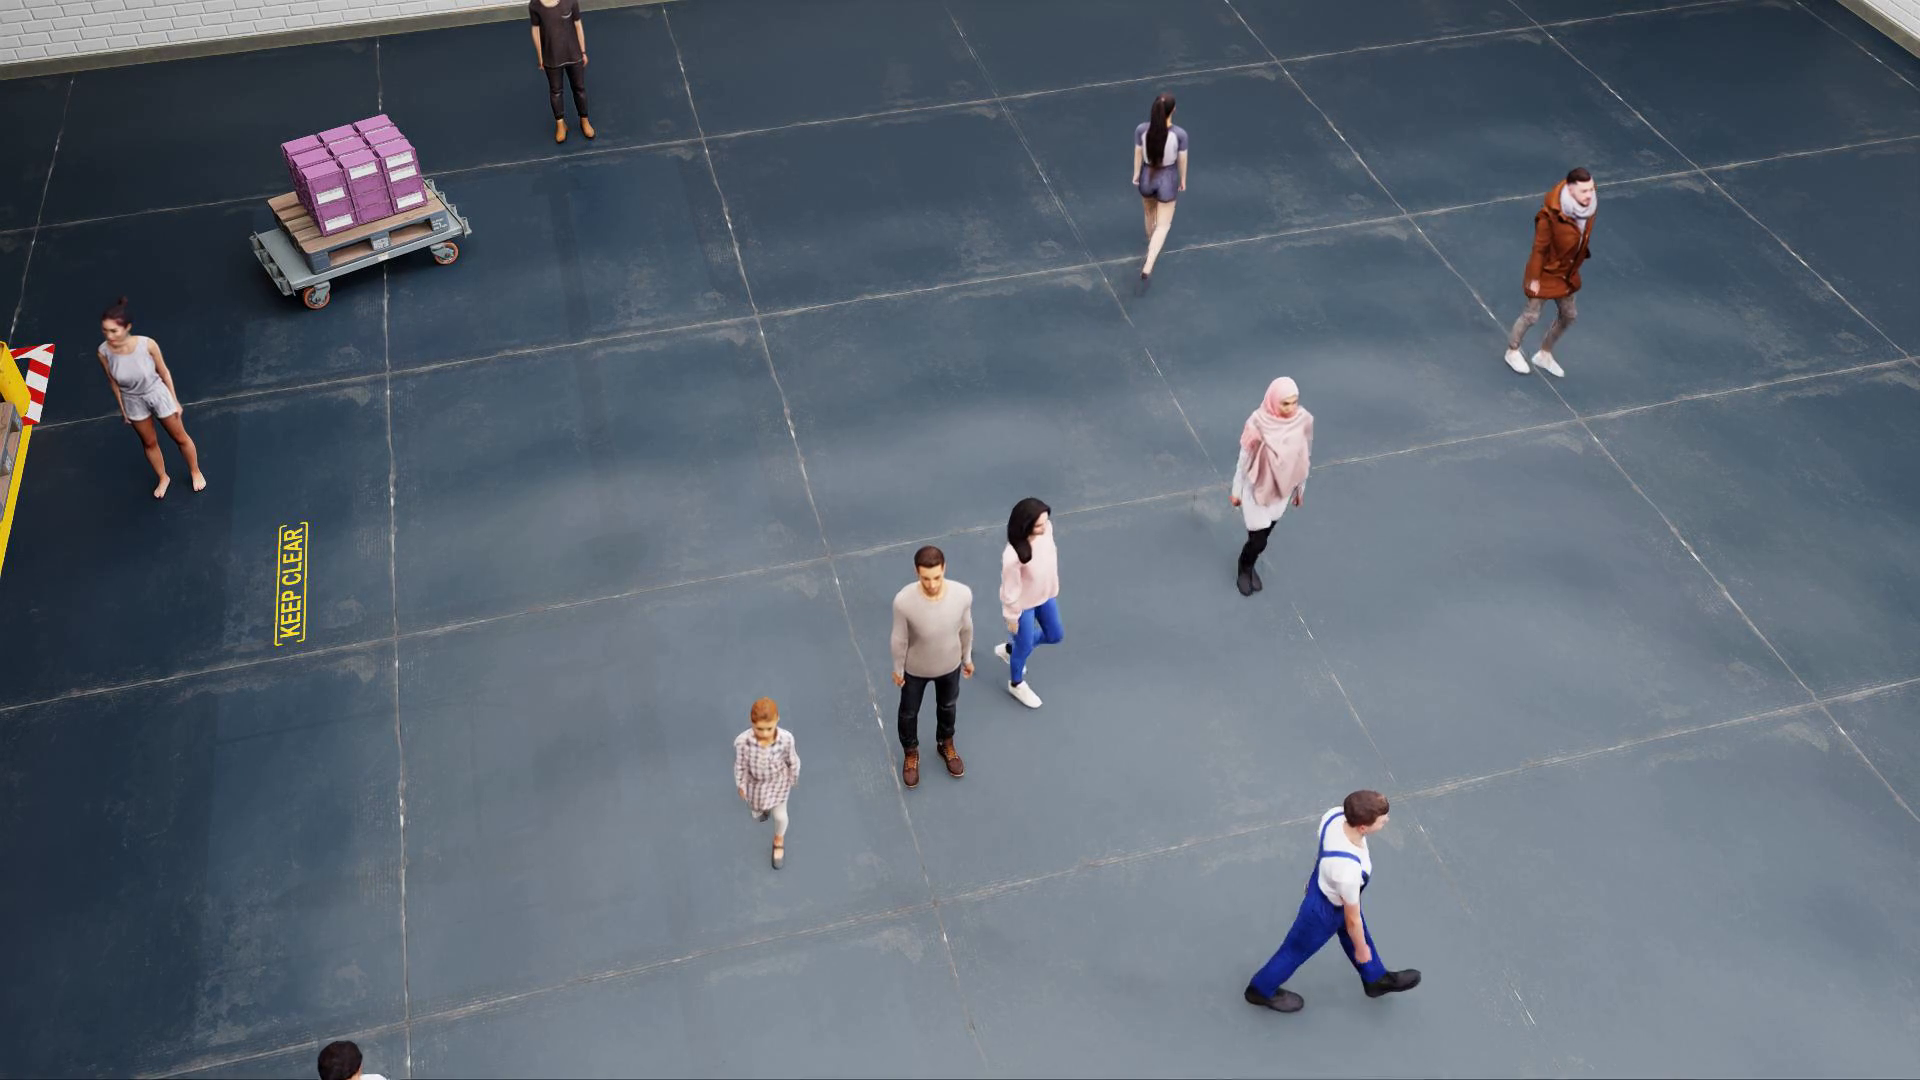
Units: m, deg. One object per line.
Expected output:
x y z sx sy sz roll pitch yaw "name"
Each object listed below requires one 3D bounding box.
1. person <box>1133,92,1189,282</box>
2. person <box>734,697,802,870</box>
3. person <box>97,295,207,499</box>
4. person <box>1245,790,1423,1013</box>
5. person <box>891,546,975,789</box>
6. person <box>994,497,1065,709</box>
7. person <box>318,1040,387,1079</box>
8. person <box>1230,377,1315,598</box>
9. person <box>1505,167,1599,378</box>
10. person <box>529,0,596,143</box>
1.637 -2.929 13.854 0.968 1.622 1.099 15 46 15 "person"
-1.114 1.327 9.620 0.618 1.300 0.764 -2 44 -2 "person"
-5.782 -1.011 11.840 0.563 1.623 0.500 -9 44 -9 "person"
1.812 1.906 8.645 1.002 1.807 1.200 5 44 5 "person"
-0.168 0.718 9.848 0.643 1.867 0.559 -9 44 -9 "person"
0.353 0.339 10.328 0.876 1.754 0.825 30 51 28 "person"
-2.885 2.780 8.137 0.489 1.242 0.619 -12 45 -13 "person"
2.007 -0.388 11.066 0.628 1.789 0.619 -11 45 -11 "person"
4.517 -2.101 12.841 0.795 1.821 0.819 -21 47 -20 "person"
-3.717 -4.565 15.503 0.610 1.717 0.537 -9 44 -9 "person"
